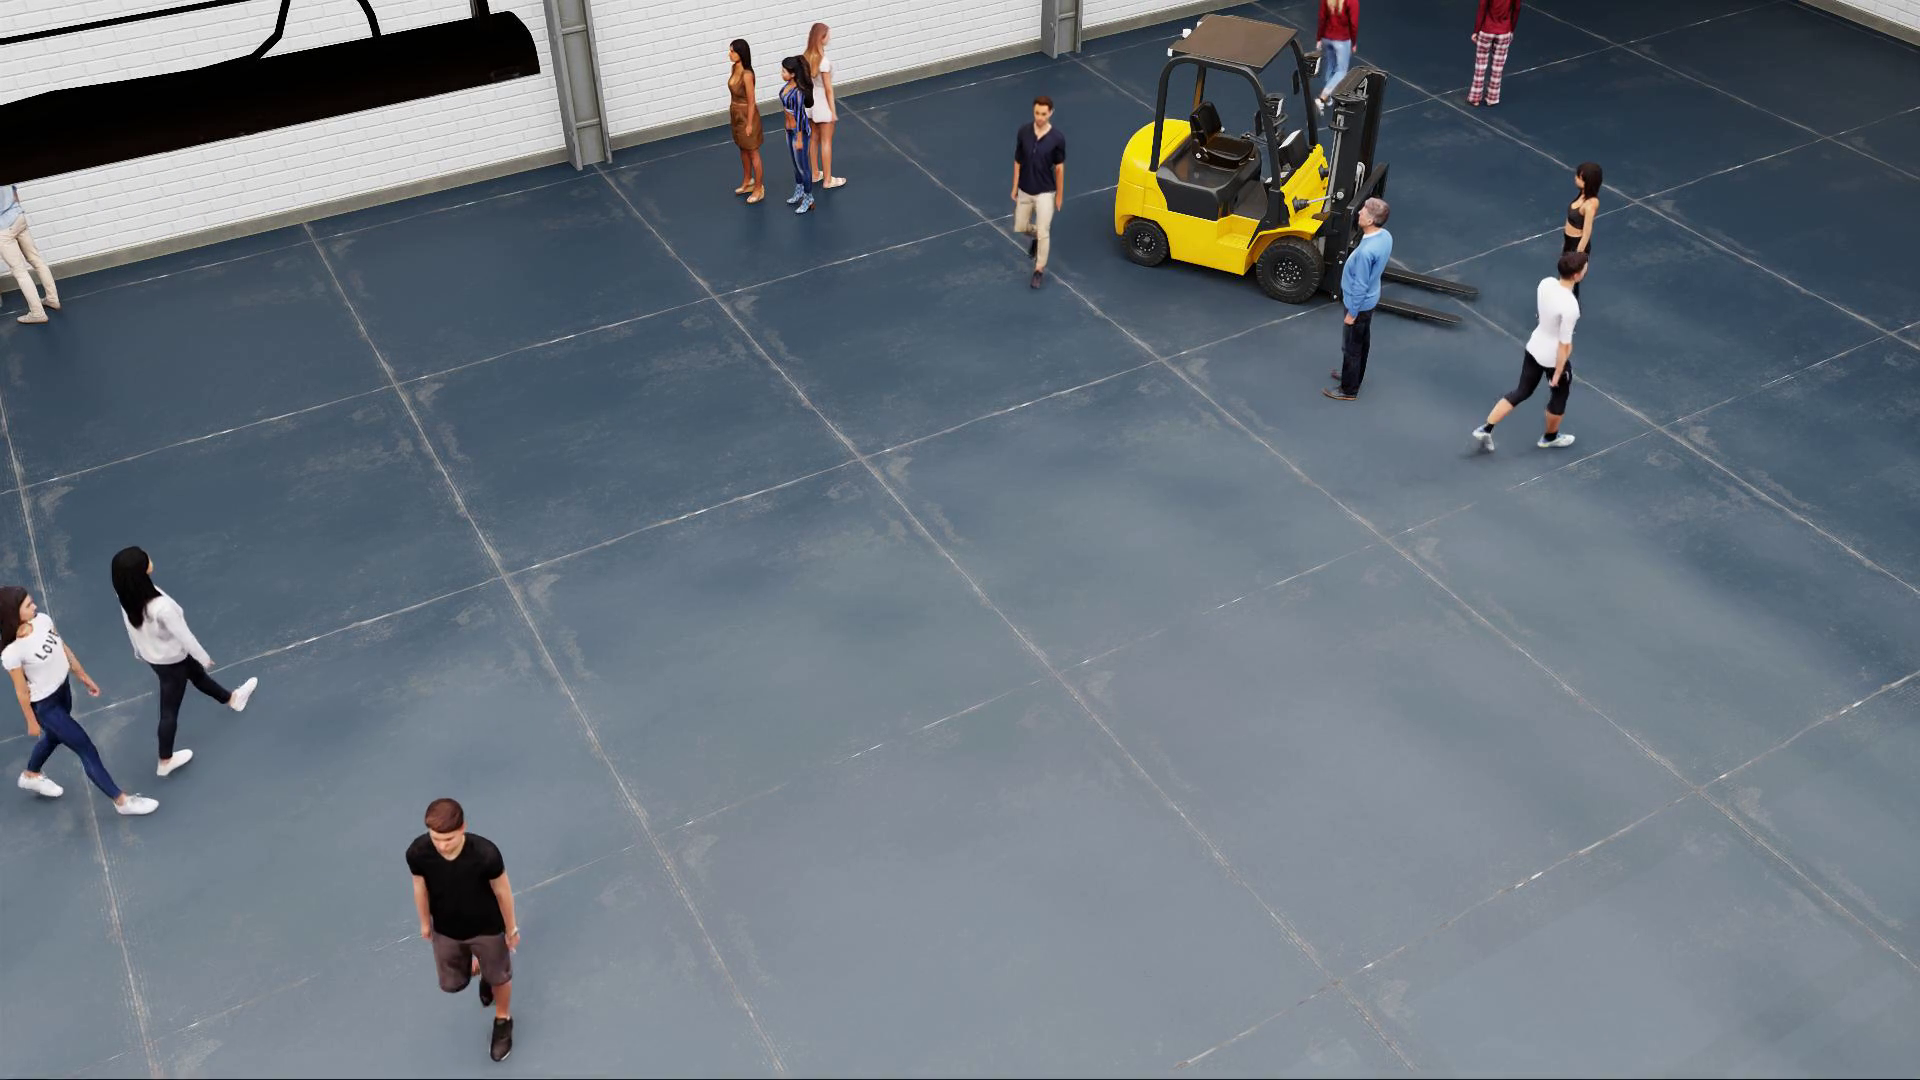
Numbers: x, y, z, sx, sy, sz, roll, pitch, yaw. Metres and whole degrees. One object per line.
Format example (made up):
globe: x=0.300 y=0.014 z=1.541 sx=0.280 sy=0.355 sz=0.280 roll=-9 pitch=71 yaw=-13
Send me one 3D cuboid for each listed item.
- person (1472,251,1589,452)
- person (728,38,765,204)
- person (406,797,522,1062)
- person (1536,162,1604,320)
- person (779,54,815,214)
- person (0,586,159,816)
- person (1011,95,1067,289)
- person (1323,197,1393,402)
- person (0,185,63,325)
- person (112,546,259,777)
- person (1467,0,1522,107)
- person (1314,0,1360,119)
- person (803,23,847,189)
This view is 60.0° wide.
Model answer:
person: x=4.555 y=-1.455 z=13.125 sx=1.200 sy=1.826 sz=0.814 roll=-13 pitch=40 yaw=-15
person: x=-2.153 y=-4.216 z=16.691 sx=0.515 sy=1.690 sz=0.566 roll=-23 pitch=44 yaw=-26
person: x=-2.576 y=1.957 z=8.830 sx=0.922 sy=1.854 sz=0.968 roll=2 pitch=39 yaw=2
person: x=5.444 y=-2.572 z=14.672 sx=0.675 sy=1.641 sz=0.634 roll=5 pitch=39 yaw=6
person: x=-1.617 y=-4.046 z=16.537 sx=0.579 sy=1.617 sz=0.629 roll=-15 pitch=41 yaw=-18
person: x=-5.619 y=1.027 z=10.149 sx=1.215 sy=1.661 sz=0.964 roll=0 pitch=39 yaw=0
person: x=0.738 y=-3.263 z=15.375 sx=0.917 sy=1.844 sz=0.998 roll=14 pitch=41 yaw=17
person: x=3.341 y=-2.011 z=13.828 sx=0.808 sy=1.819 sz=0.699 roll=18 pitch=42 yaw=21
person: x=-8.476 y=-2.810 z=14.805 sx=0.768 sy=1.848 sz=0.730 roll=6 pitch=39 yaw=8
person: x=-5.049 y=0.788 z=10.458 sx=0.967 sy=1.651 sz=1.193 roll=22 pitch=43 yaw=25
person: x=5.953 y=-5.664 z=18.500 sx=0.628 sy=1.696 sz=0.741 roll=2 pitch=39 yaw=3
person: x=4.121 y=-5.469 z=18.321 sx=0.828 sy=1.614 sz=1.073 roll=27 pitch=46 yaw=30
person: x=-1.435 y=-4.430 z=16.955 sx=0.593 sy=1.695 sz=0.592 roll=-26 pitch=45 yaw=-29
